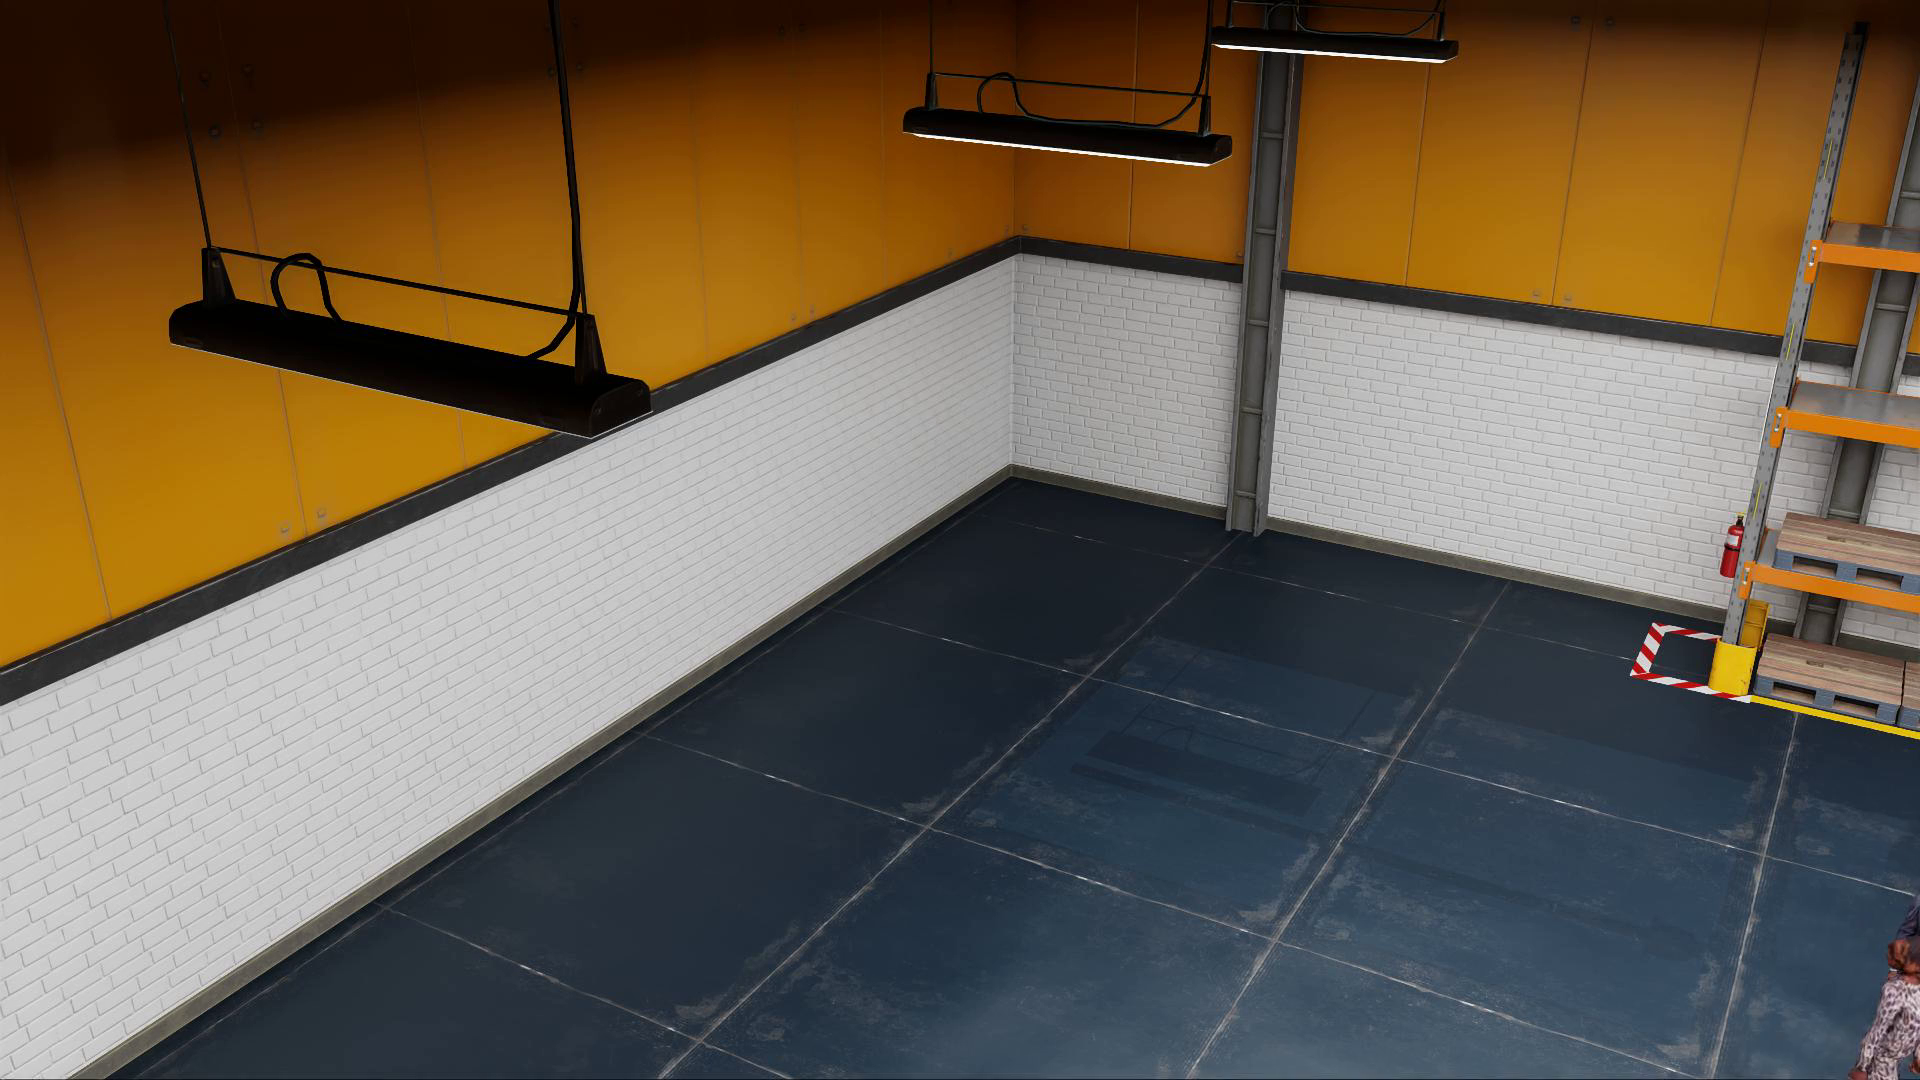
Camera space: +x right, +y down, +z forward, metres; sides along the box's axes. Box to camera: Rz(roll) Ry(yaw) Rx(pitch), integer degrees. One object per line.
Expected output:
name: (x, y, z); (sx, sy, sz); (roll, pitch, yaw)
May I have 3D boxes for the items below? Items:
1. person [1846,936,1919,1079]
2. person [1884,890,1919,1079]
person: (5.456, 3.067, 9.961); (0.944, 1.665, 1.213); (-14, 27, -29)
person: (6.097, 2.782, 10.412); (0.838, 1.825, 0.673); (-17, 29, -34)
